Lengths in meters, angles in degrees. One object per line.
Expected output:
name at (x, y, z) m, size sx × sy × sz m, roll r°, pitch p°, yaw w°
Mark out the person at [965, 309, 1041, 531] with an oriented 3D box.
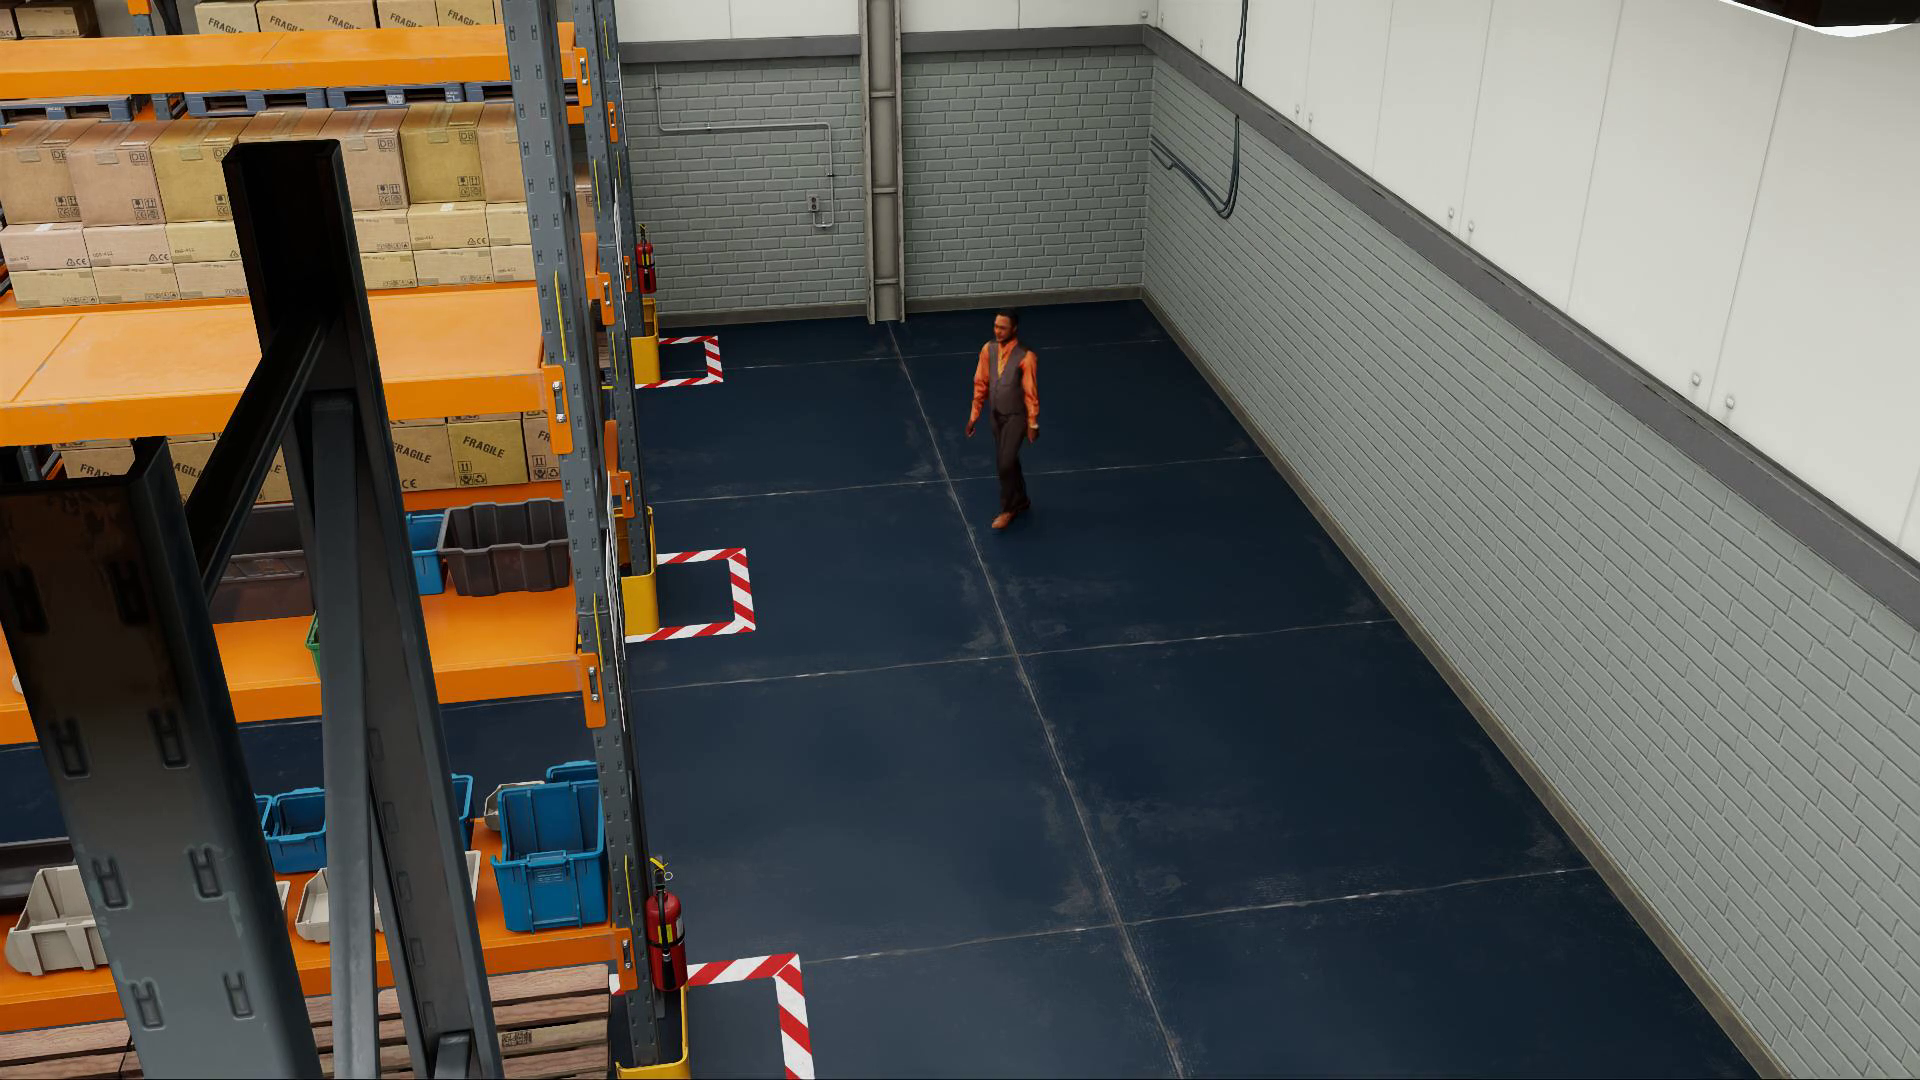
person at (0.479, -1.052, 13.866) m, size 0.995 × 1.885 × 0.923 m, roll -25°, pitch 37°, yaw -38°
